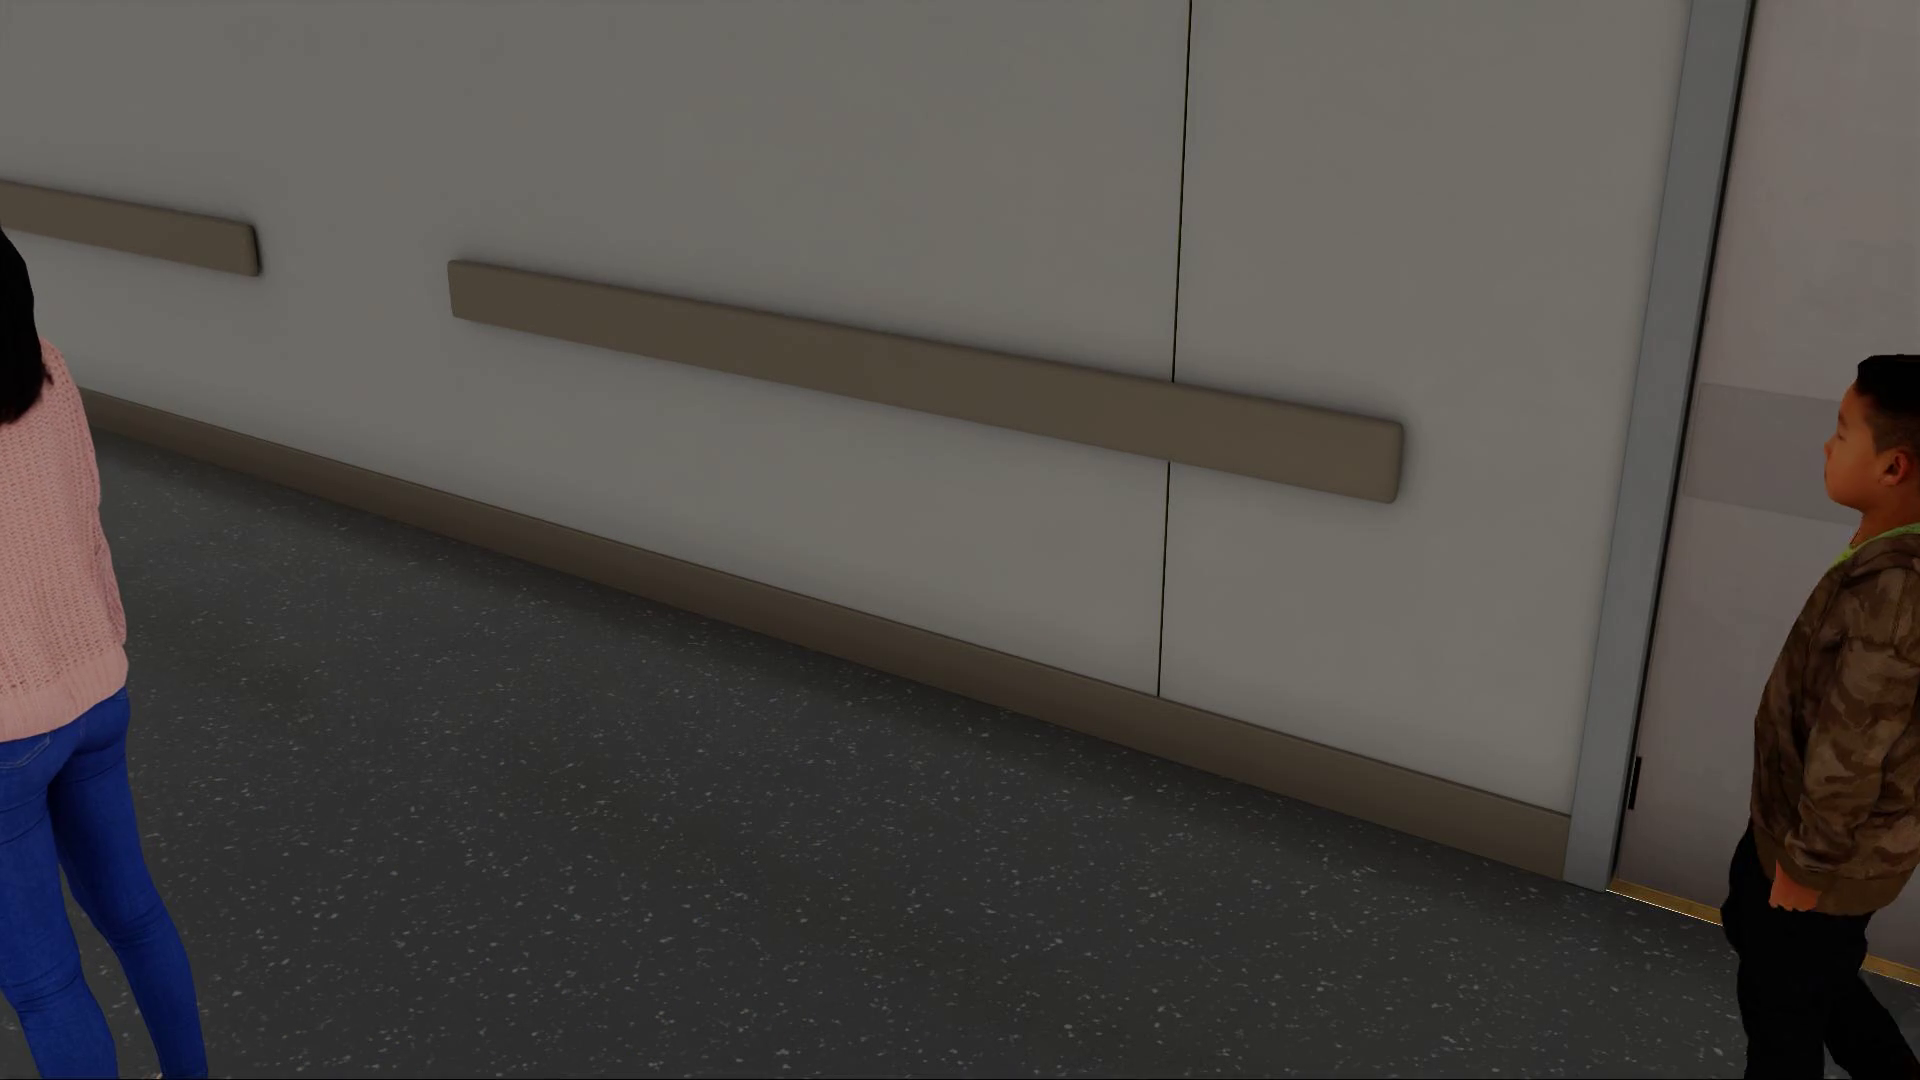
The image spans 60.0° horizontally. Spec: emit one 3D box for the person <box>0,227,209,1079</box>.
[{"bbox_3d":[-1.422,0.287,2.524,0.783,1.767,0.627,4,21,11],"label":"person"}]

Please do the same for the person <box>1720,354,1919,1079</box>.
[{"bbox_3d":[1.432,0.440,2.575,0.672,1.445,0.644,11,23,27],"label":"person"}]
